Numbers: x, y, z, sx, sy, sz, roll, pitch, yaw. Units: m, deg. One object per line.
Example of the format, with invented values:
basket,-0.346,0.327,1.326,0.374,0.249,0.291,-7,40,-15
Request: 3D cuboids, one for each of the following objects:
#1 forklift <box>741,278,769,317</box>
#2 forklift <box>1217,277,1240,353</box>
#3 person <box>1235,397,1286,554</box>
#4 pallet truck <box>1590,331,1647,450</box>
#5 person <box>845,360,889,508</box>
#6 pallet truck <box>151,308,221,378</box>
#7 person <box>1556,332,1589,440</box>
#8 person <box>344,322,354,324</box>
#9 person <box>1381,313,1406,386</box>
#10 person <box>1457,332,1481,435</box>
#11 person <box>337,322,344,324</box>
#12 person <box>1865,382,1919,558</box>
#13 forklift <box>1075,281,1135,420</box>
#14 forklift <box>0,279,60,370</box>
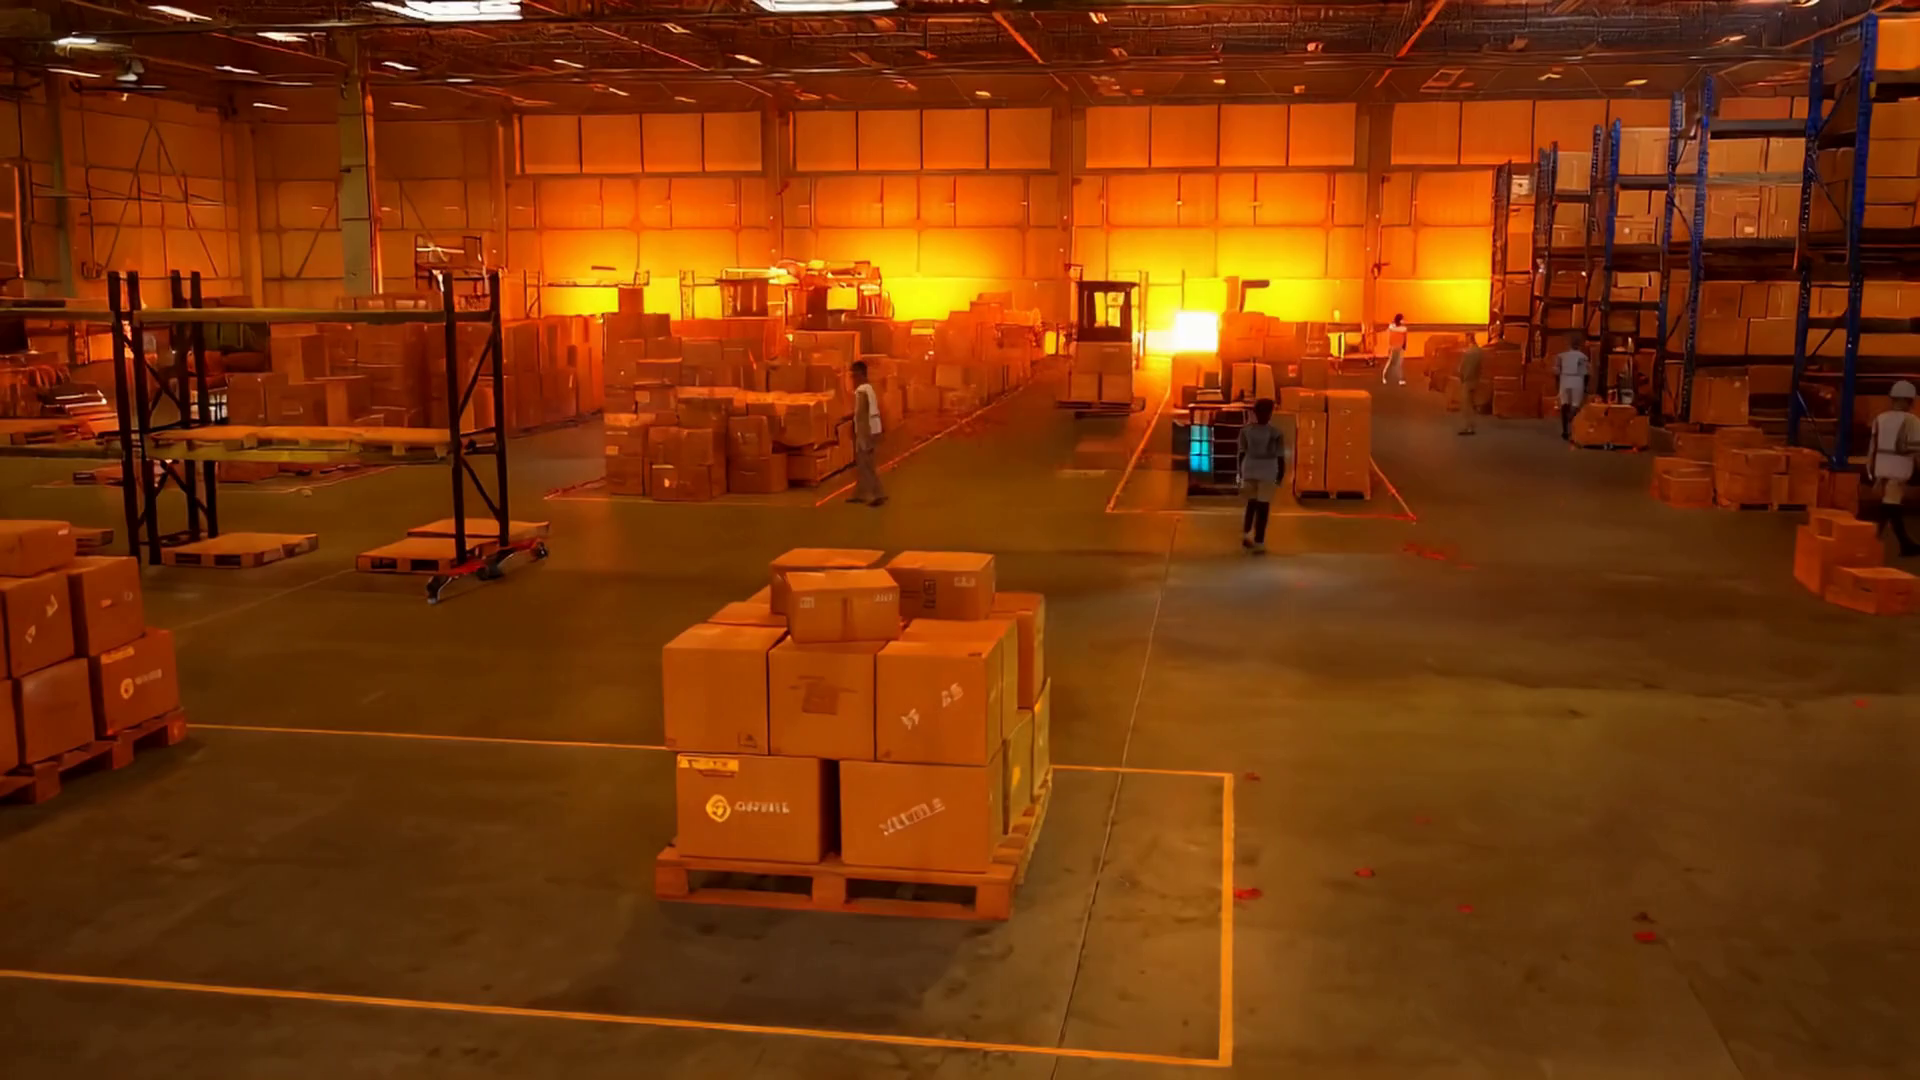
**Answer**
forklift,-5.472,-5.632,44.652,1.873,2.768,1.129,4,10,24
forklift,7.929,-6.231,48.346,1.873,2.768,1.129,1,9,9
person,3.242,-0.692,17.871,0.549,1.678,0.448,6,11,32
pallet truck,11.253,-2.573,28.499,0.823,1.965,1.885,5,10,27
person,-1.201,-1.370,21.435,0.552,1.897,0.723,0,9,0
pallet truck,-21.869,-5.598,47.154,0.823,1.965,1.885,4,10,26
person,10.896,-2.730,29.630,0.625,1.946,0.441,9,13,43
person,-14.333,-4.273,39.160,0.359,1.938,0.632,8,12,41
person,11.542,-5.055,44.117,0.636,1.898,0.841,-3,10,-17
person,9.390,-2.888,30.729,0.401,1.904,0.651,3,10,15
person,-18.645,-6.098,50.584,0.417,1.896,0.797,2,10,14
person,9.737,-0.701,17.330,1.018,1.891,0.563,-3,10,-16
forklift,3.014,-3.911,34.036,1.129,2.768,1.873,1,9,9
forklift,-22.592,-4.798,39.505,1.873,2.768,1.129,1,9,9
